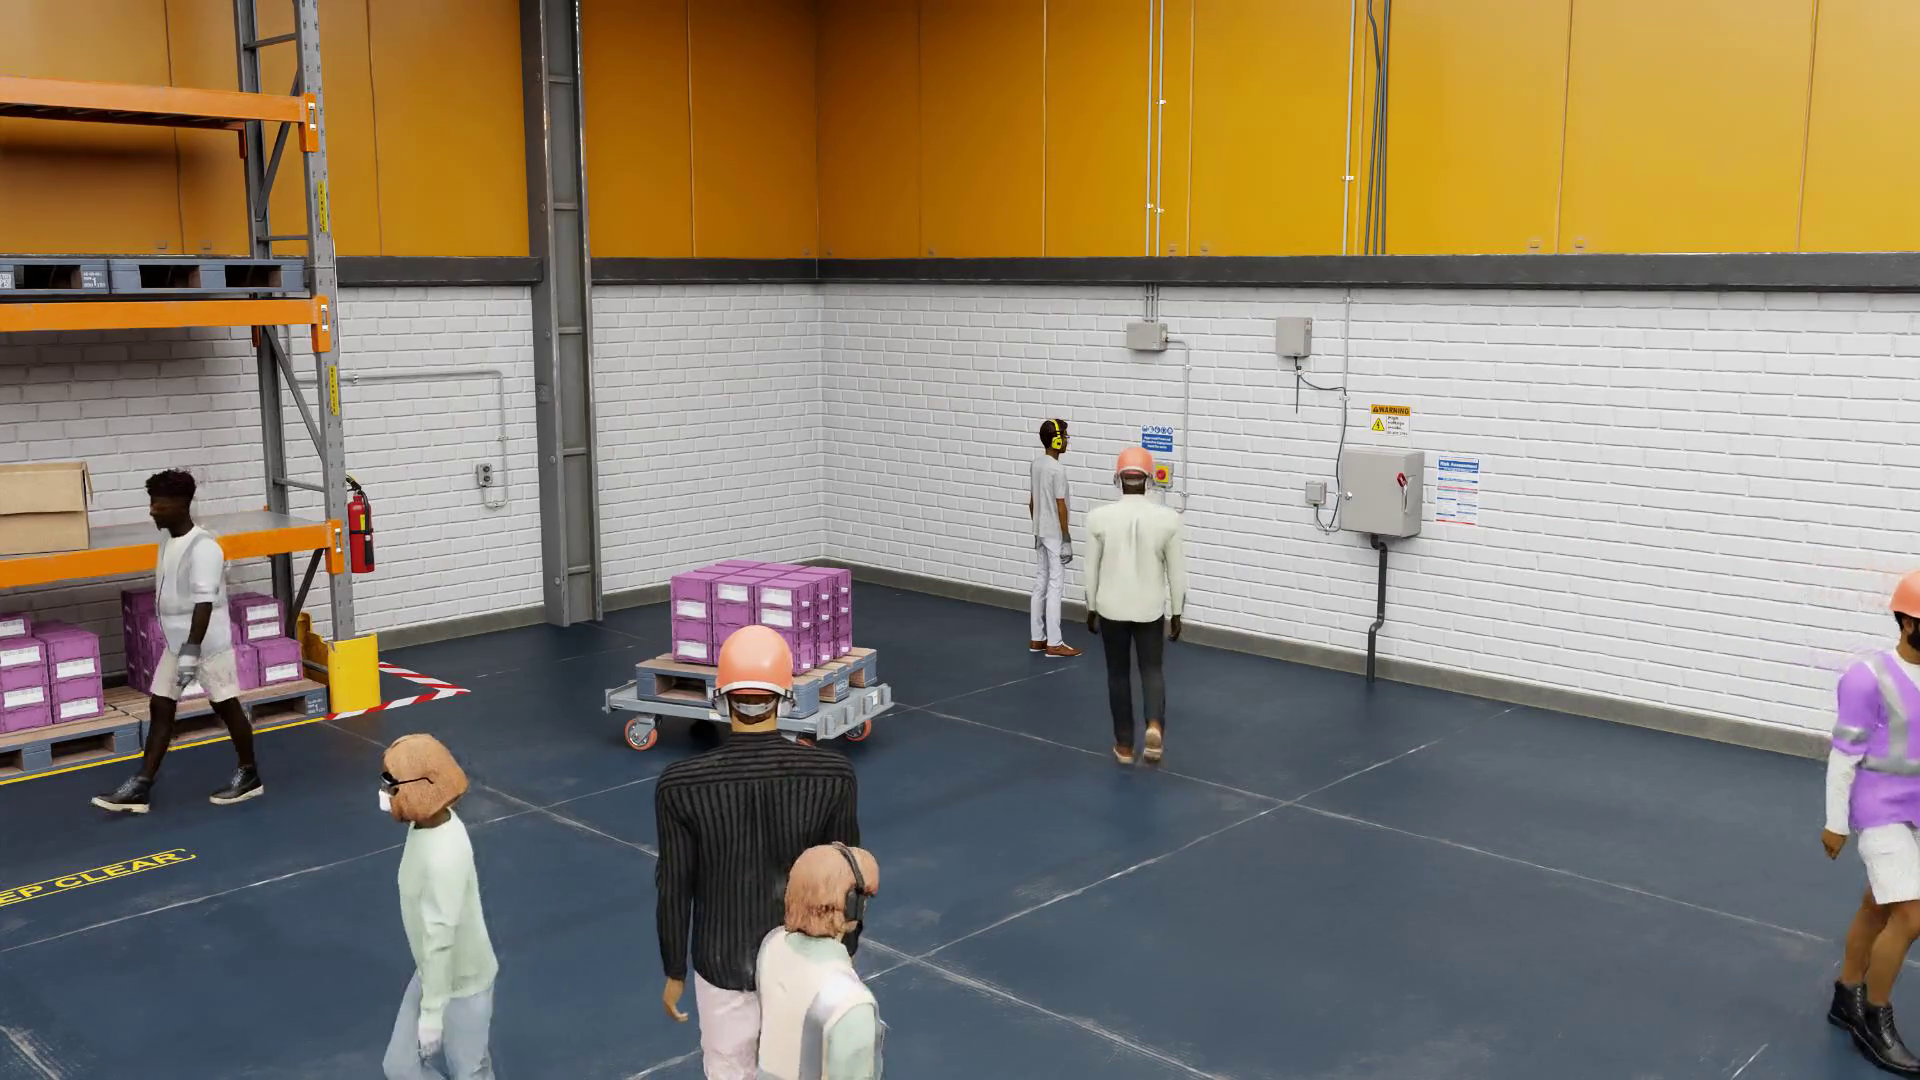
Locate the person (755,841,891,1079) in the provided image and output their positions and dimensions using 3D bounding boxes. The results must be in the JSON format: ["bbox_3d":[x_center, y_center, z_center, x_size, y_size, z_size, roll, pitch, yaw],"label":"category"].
[{"bbox_3d":[-0.421,1.555,4.166,0.610,1.615,0.527,-7,11,-35],"label":"person"}]

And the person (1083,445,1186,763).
[{"bbox_3d":[1.054,0.418,10.085,0.618,1.972,0.583,0,9,1],"label":"person"}]

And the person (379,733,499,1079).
[{"bbox_3d":[-1.603,1.390,5.195,0.404,1.616,0.513,-5,11,-30],"label":"person"}]

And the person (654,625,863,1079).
[{"bbox_3d":[-0.595,1.239,4.967,0.613,1.995,0.391,-2,9,-11],"label":"person"}]

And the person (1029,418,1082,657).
[{"bbox_3d":[0.734,-0.016,13.061,0.328,1.868,0.509,-5,10,-28],"label":"person"}]

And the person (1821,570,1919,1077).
[{"bbox_3d":[3.629,1.055,6.324,0.546,1.913,0.657,-4,10,-25],"label":"person"}]

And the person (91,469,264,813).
[{"bbox_3d":[-4.354,0.578,9.203,0.625,1.920,0.957,8,12,41],"label":"person"}]
